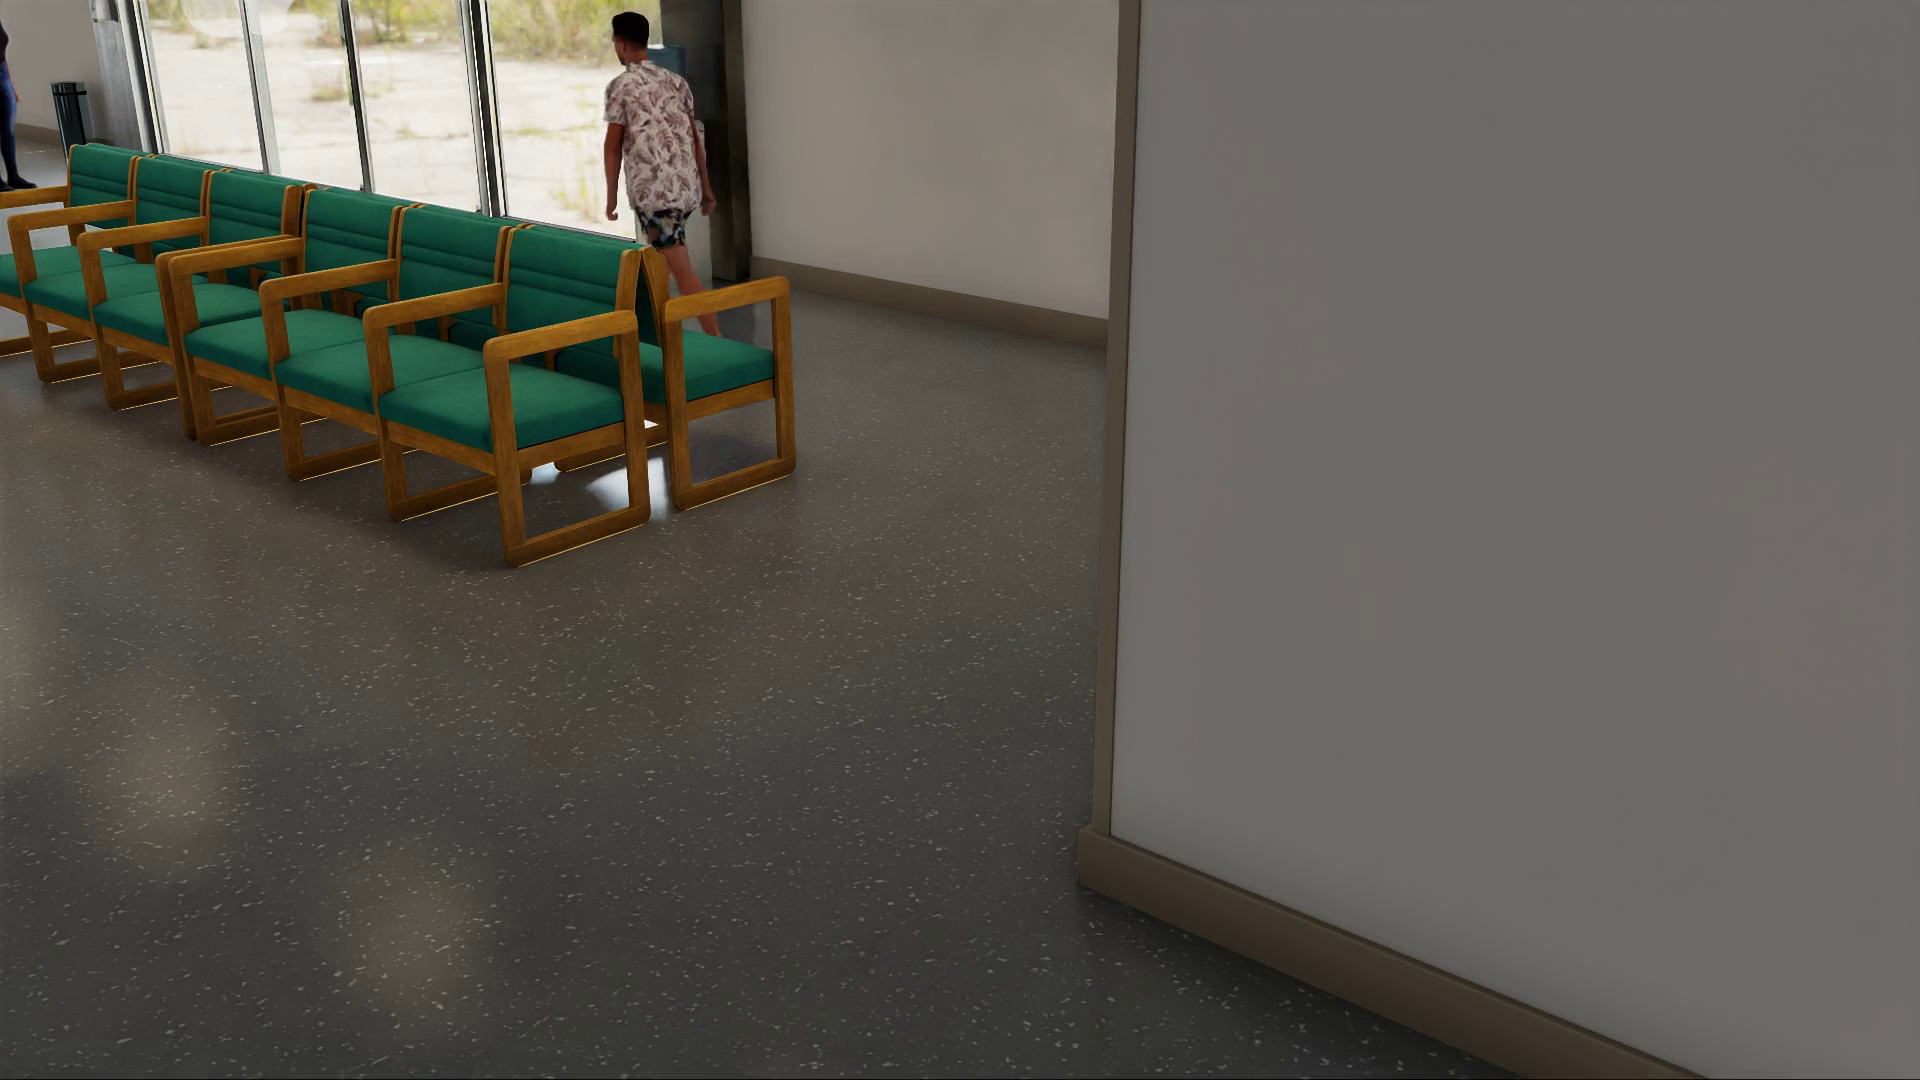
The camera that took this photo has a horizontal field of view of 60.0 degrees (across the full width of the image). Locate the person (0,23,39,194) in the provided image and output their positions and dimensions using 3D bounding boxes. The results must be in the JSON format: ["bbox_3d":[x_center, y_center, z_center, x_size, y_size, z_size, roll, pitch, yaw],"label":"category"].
[{"bbox_3d":[-8.252,-3.857,14.174,0.704,1.739,0.593,6,21,15],"label":"person"}]

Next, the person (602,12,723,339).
[{"bbox_3d":[-1.497,-1.829,8.808,1.127,1.747,0.747,-19,28,-41],"label":"person"}]
